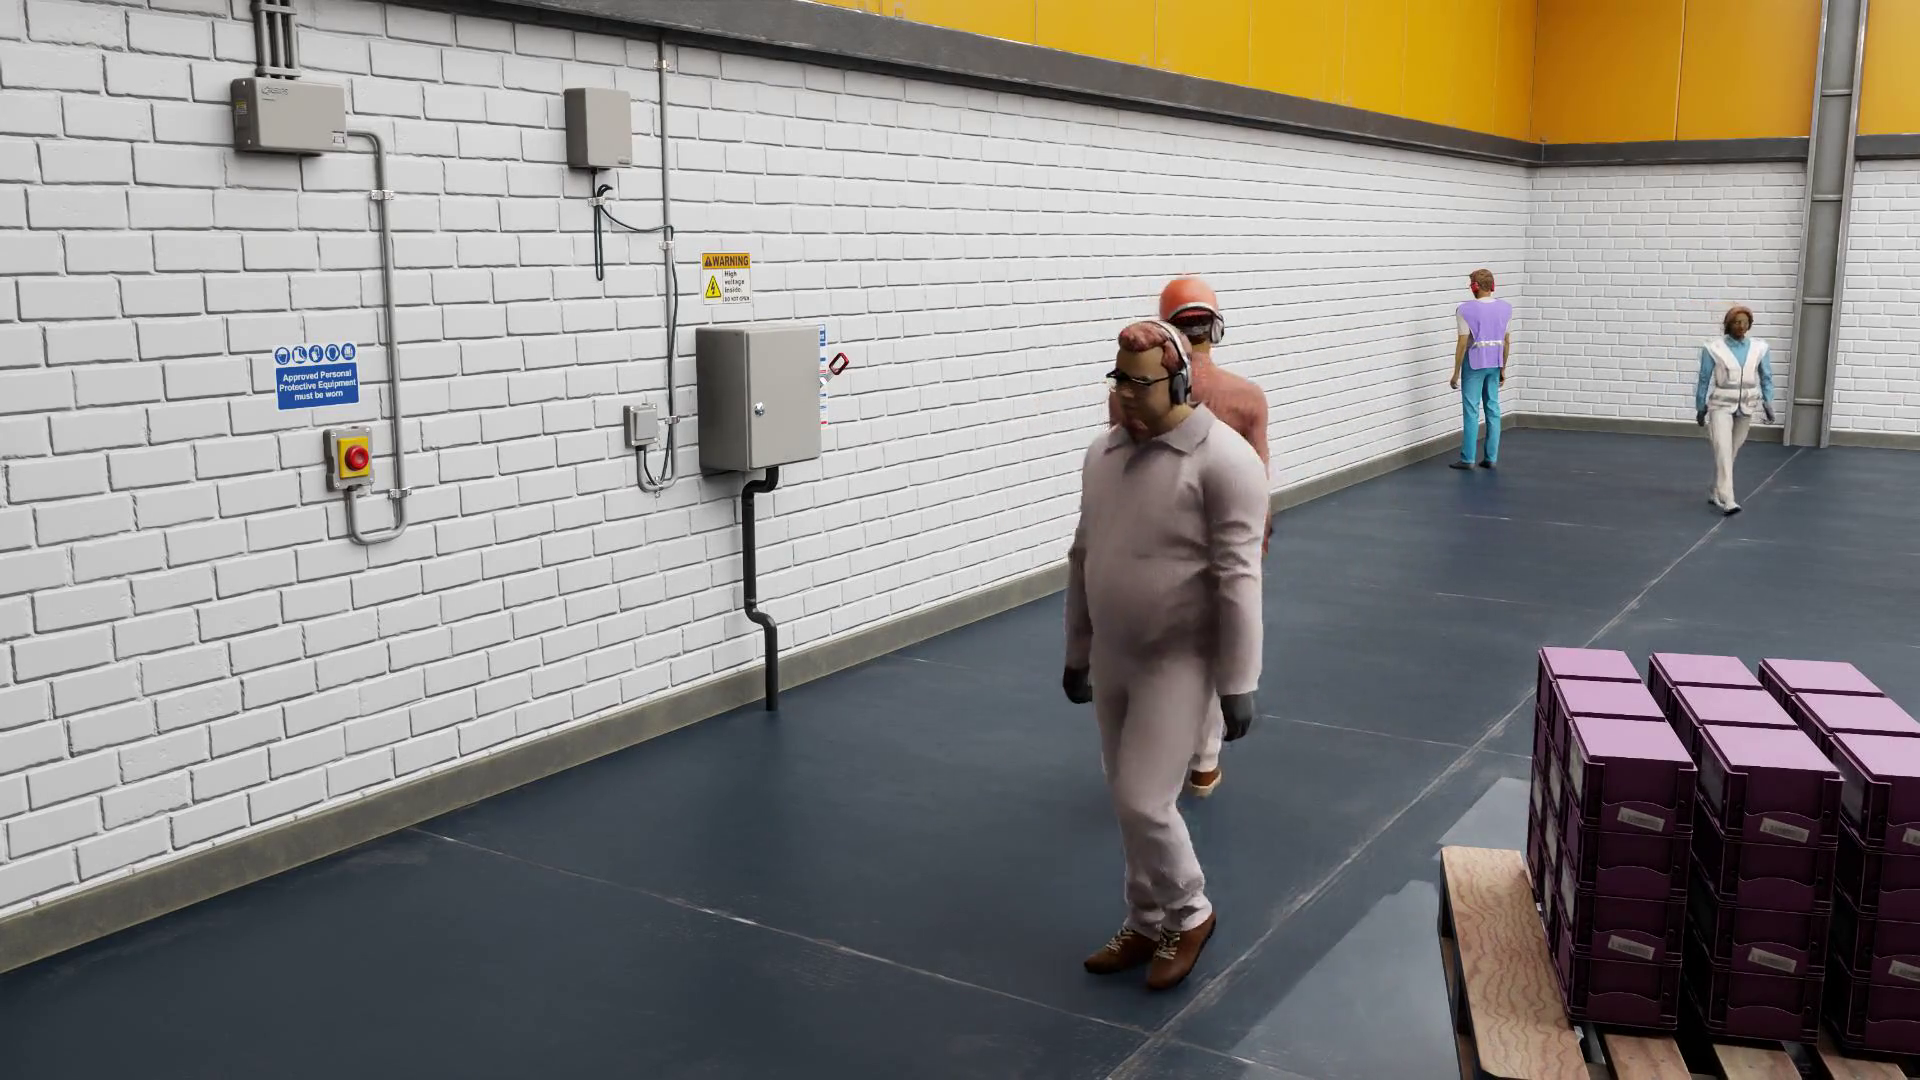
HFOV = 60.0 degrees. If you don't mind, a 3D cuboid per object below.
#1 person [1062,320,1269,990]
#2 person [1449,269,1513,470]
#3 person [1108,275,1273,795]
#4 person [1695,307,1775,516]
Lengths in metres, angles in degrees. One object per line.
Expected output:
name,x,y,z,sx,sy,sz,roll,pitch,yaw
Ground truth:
person,0.516,0.337,4.625,0.450,1.884,0.680,-7,13,-35
person,4.764,-1.549,15.211,0.564,1.839,0.390,-3,11,-18
person,0.842,0.011,6.185,0.638,1.971,0.556,2,10,12
person,5.980,-0.998,12.844,0.518,1.592,0.874,0,10,1
